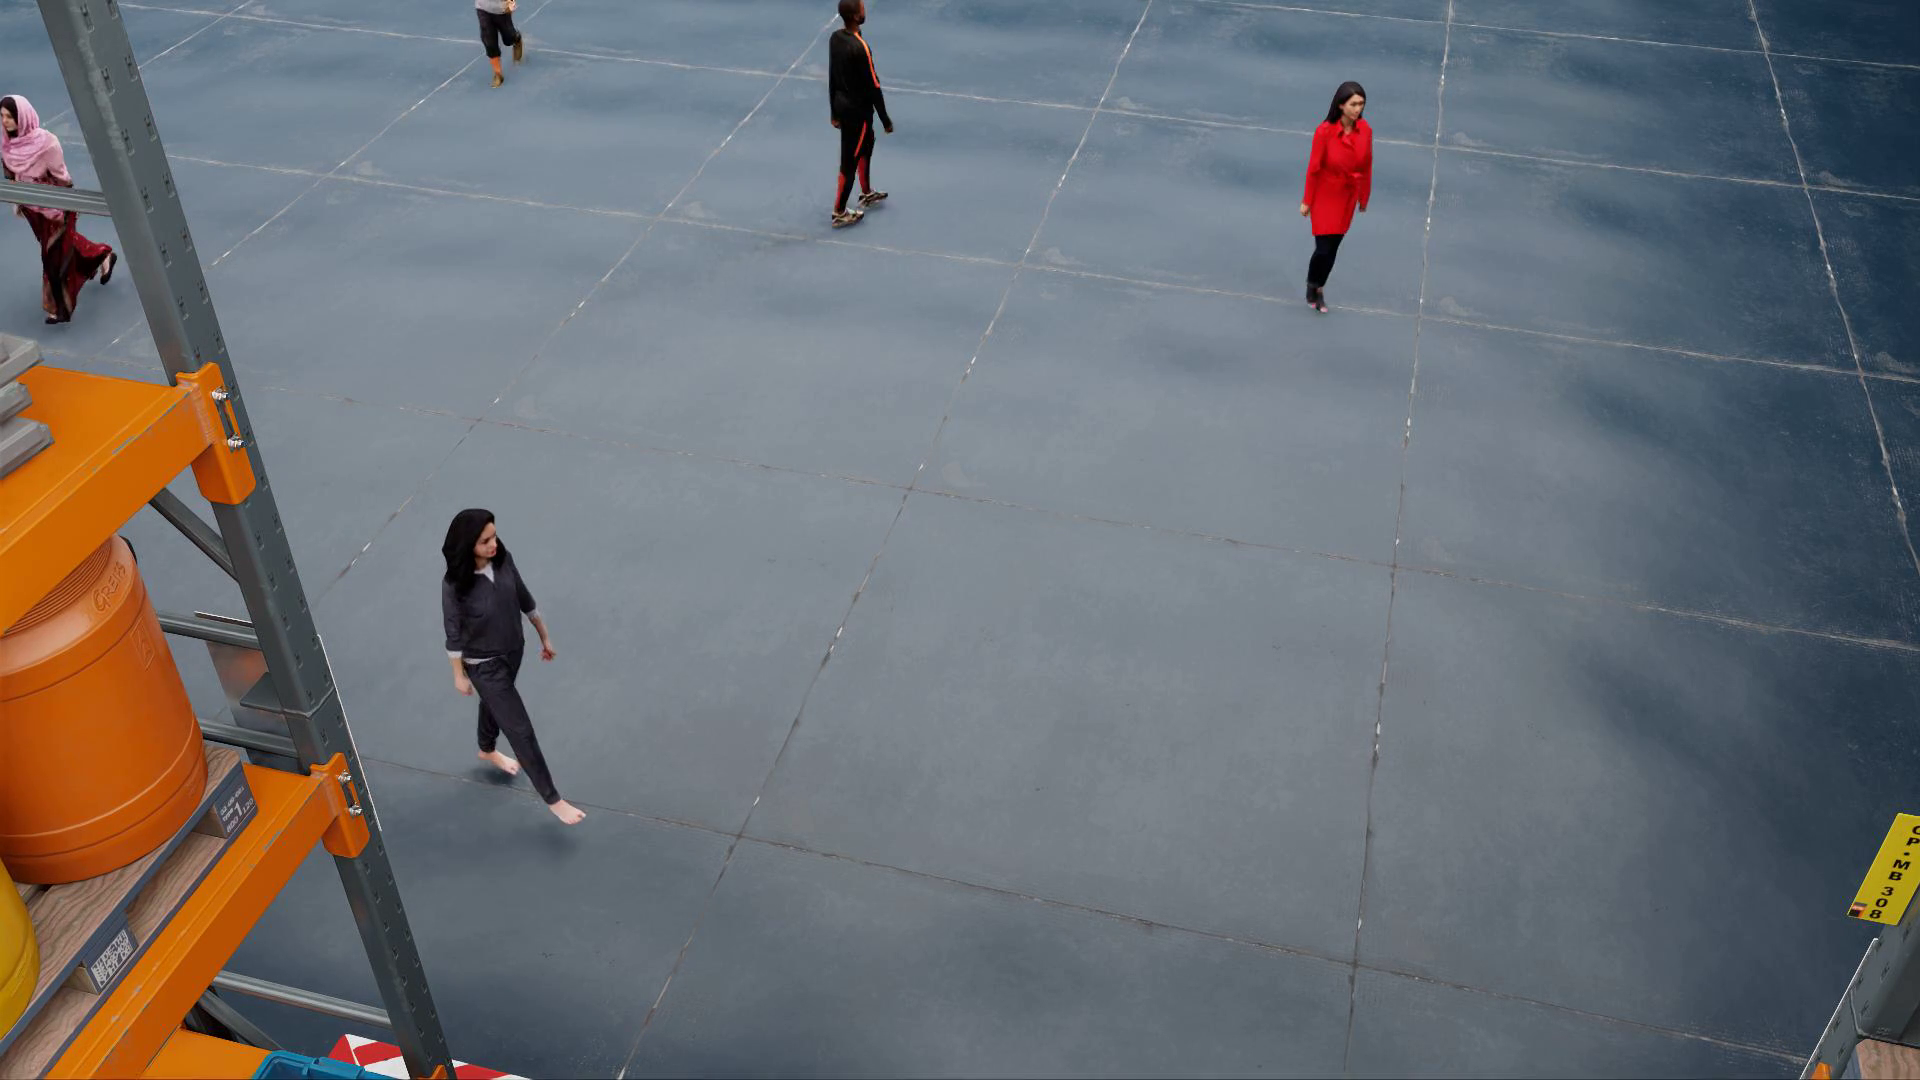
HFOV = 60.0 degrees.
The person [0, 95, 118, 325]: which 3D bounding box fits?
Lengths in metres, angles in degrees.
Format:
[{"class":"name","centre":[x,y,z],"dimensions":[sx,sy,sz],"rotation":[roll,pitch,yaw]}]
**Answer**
[{"class":"person","centre":[-6.459,-2.412,11.853],"dimensions":[0.673,1.605,1.045],"rotation":[12,40,15]}]

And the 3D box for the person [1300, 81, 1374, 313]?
[{"class":"person","centre":[2.605,-2.427,11.761],"dimensions":[0.739,1.741,0.764],"rotation":[-11,39,-14]}]

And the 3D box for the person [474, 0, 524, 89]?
[{"class":"person","centre":[-4.270,-4.980,15.270],"dimensions":[0.656,1.439,0.967],"rotation":[4,38,6]}]

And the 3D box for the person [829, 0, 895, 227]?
[{"class":"person","centre":[-0.893,-3.251,12.782],"dimensions":[0.985,1.782,0.914],"rotation":[-21,43,-25]}]

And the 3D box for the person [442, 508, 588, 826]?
[{"class":"person","centre":[-2.307,0.539,7.979],"dimensions":[0.830,1.729,1.031],"rotation":[19,42,22]}]
